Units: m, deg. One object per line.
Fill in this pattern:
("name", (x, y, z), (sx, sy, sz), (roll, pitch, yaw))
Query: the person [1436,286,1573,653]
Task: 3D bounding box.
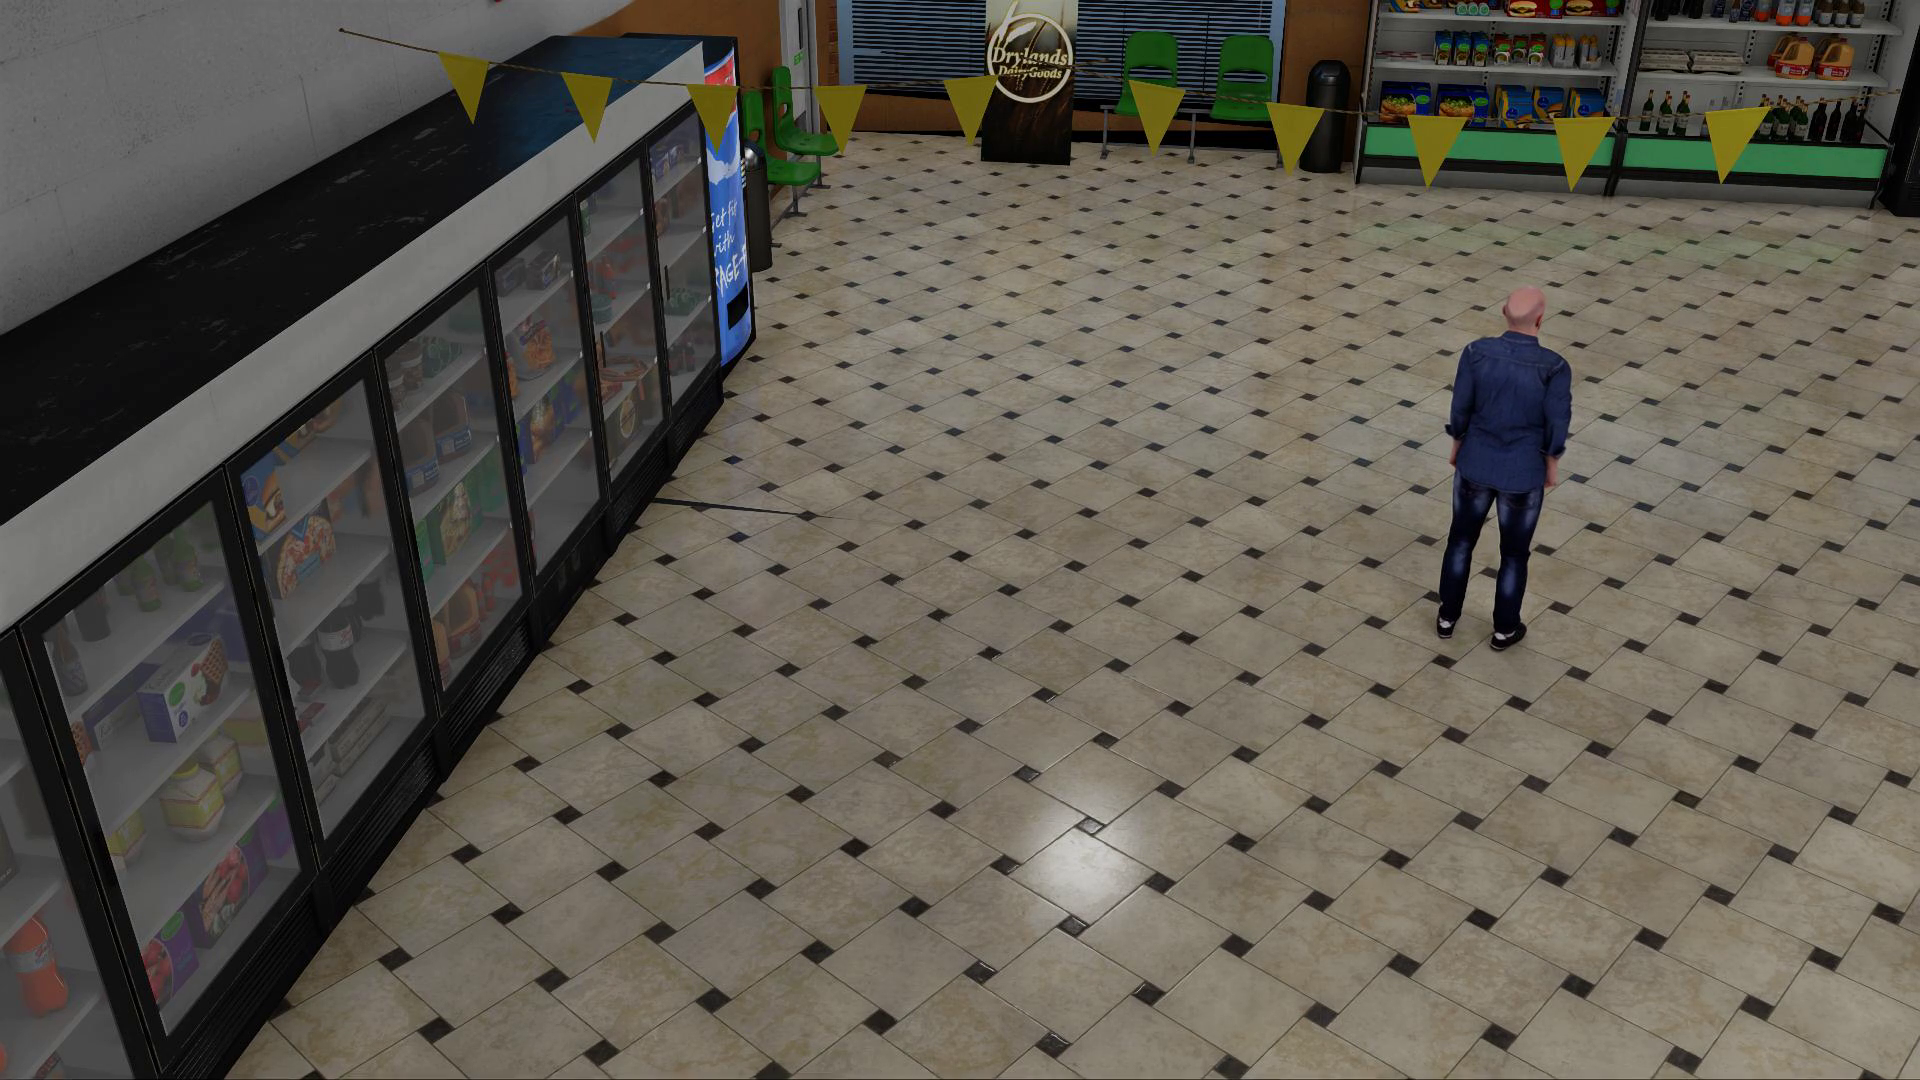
("person", (2.559, -0.328, 7.864), (0.671, 1.825, 0.849), (16, 33, 27))
